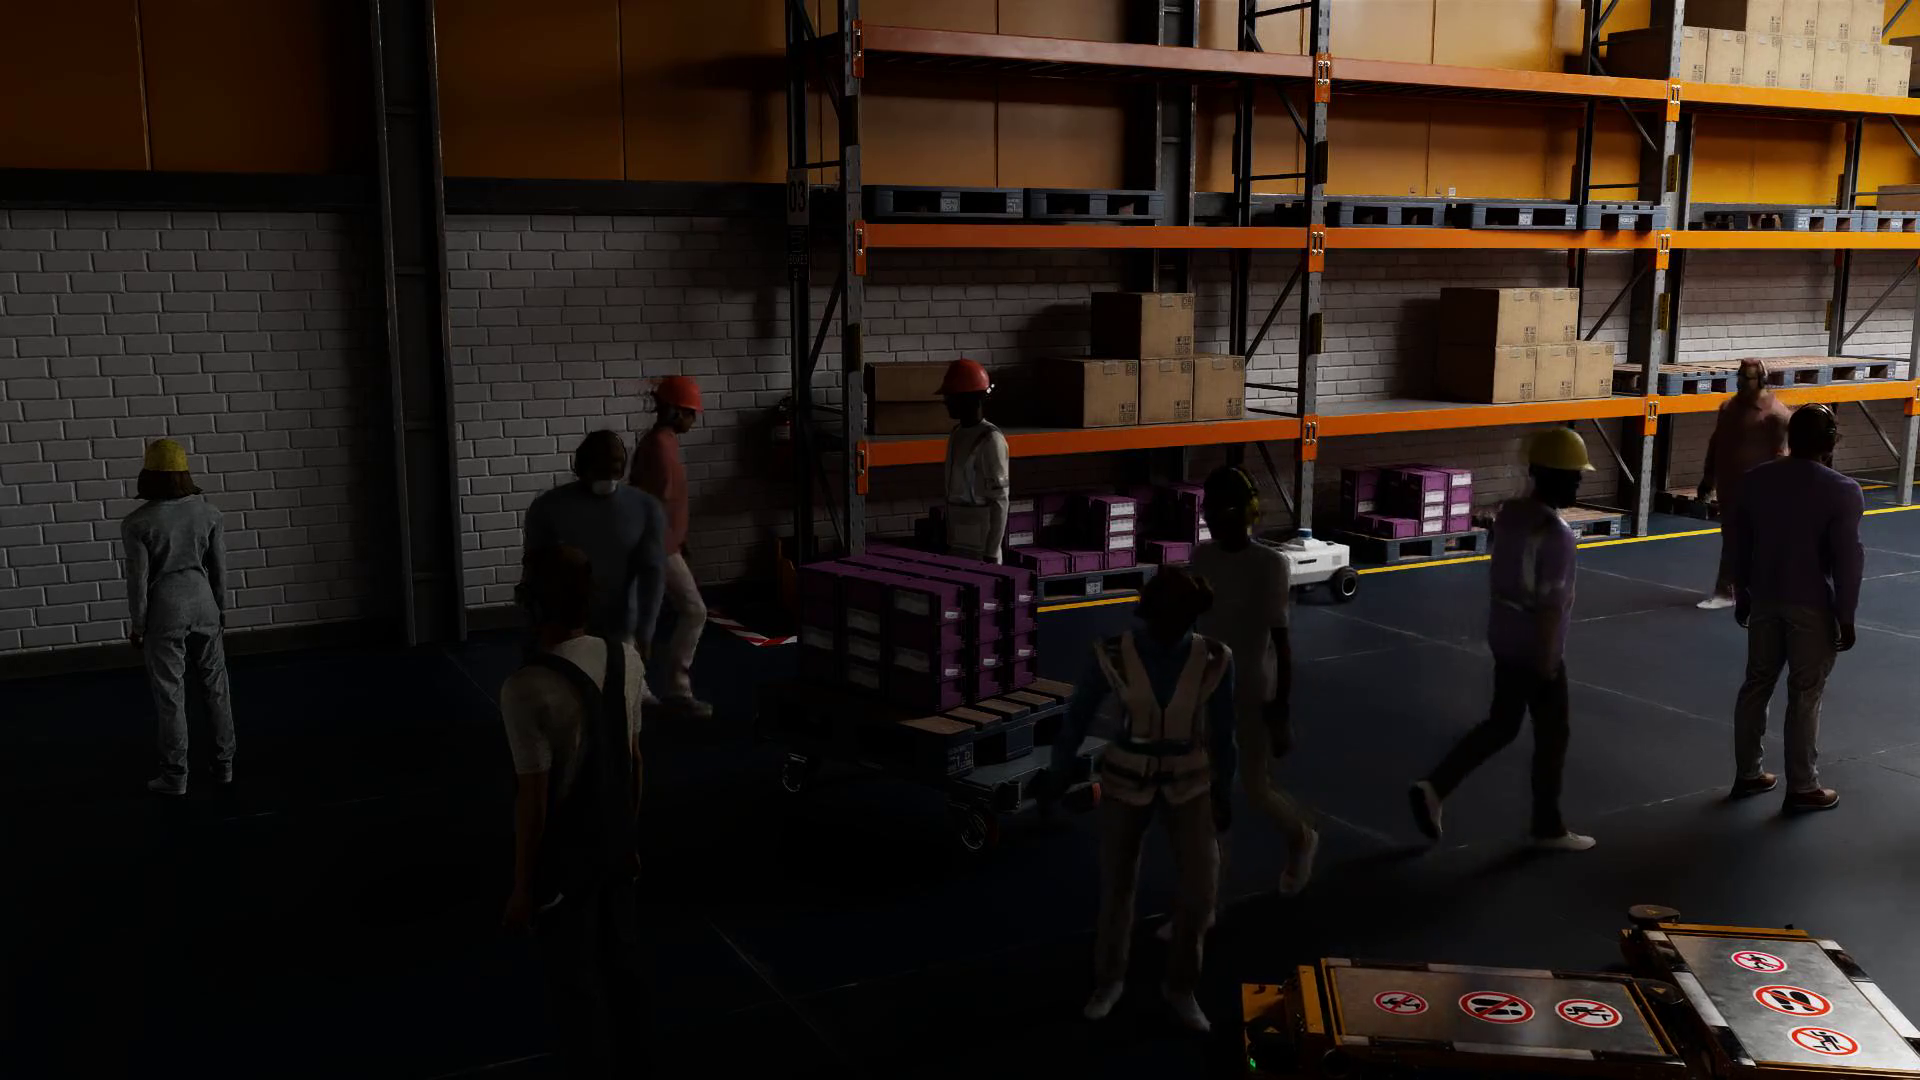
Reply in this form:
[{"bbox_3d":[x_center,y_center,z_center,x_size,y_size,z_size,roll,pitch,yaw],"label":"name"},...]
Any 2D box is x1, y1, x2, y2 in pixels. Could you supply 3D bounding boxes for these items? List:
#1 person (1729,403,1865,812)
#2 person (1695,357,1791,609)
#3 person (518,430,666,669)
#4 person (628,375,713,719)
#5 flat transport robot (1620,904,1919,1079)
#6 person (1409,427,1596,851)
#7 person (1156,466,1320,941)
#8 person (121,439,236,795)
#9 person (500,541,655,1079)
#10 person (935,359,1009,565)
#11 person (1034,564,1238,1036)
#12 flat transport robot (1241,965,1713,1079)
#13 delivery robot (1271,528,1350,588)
[{"bbox_3d":[3.969,0.316,7.918,0.354,1.936,0.635,-6,11,-30],"label":"person"},{"bbox_3d":[5.899,-0.429,12.390,0.844,1.884,0.632,-2,10,-13],"label":"person"},{"bbox_3d":[-1.655,0.424,7.555,0.650,1.864,1.013,-4,11,-21],"label":"person"},{"bbox_3d":[-1.648,0.052,9.371,0.640,1.954,0.683,-4,10,-19],"label":"person"},{"bbox_3d":[2.701,1.571,5.487,0.652,0.197,1.431,1,10,8],"label":"flat transport robot"},{"bbox_3d":[2.410,0.451,7.245,0.767,1.905,0.591,-2,10,-10],"label":"person"},{"bbox_3d":[1.125,0.611,6.520,0.832,1.840,0.535,-8,13,-40],"label":"person"},{"bbox_3d":[-3.833,0.373,8.152,0.294,1.744,0.487,8,13,40],"label":"person"},{"bbox_3d":[-1.096,0.915,4.742,0.349,1.845,0.506,6,11,30],"label":"person"},{"bbox_3d":[0.053,-0.006,9.471,0.396,2.042,0.611,-4,11,-23],"label":"person"},{"bbox_3d":[0.588,0.874,5.624,0.694,1.622,0.448,0,10,2],"label":"person"},{"bbox_3d":[1.640,1.593,5.360,1.431,0.197,0.652,1,10,8],"label":"flat transport robot"},{"bbox_3d":[2.596,0.155,12.556,0.707,0.478,0.477,-6,12,-31],"label":"delivery robot"}]
